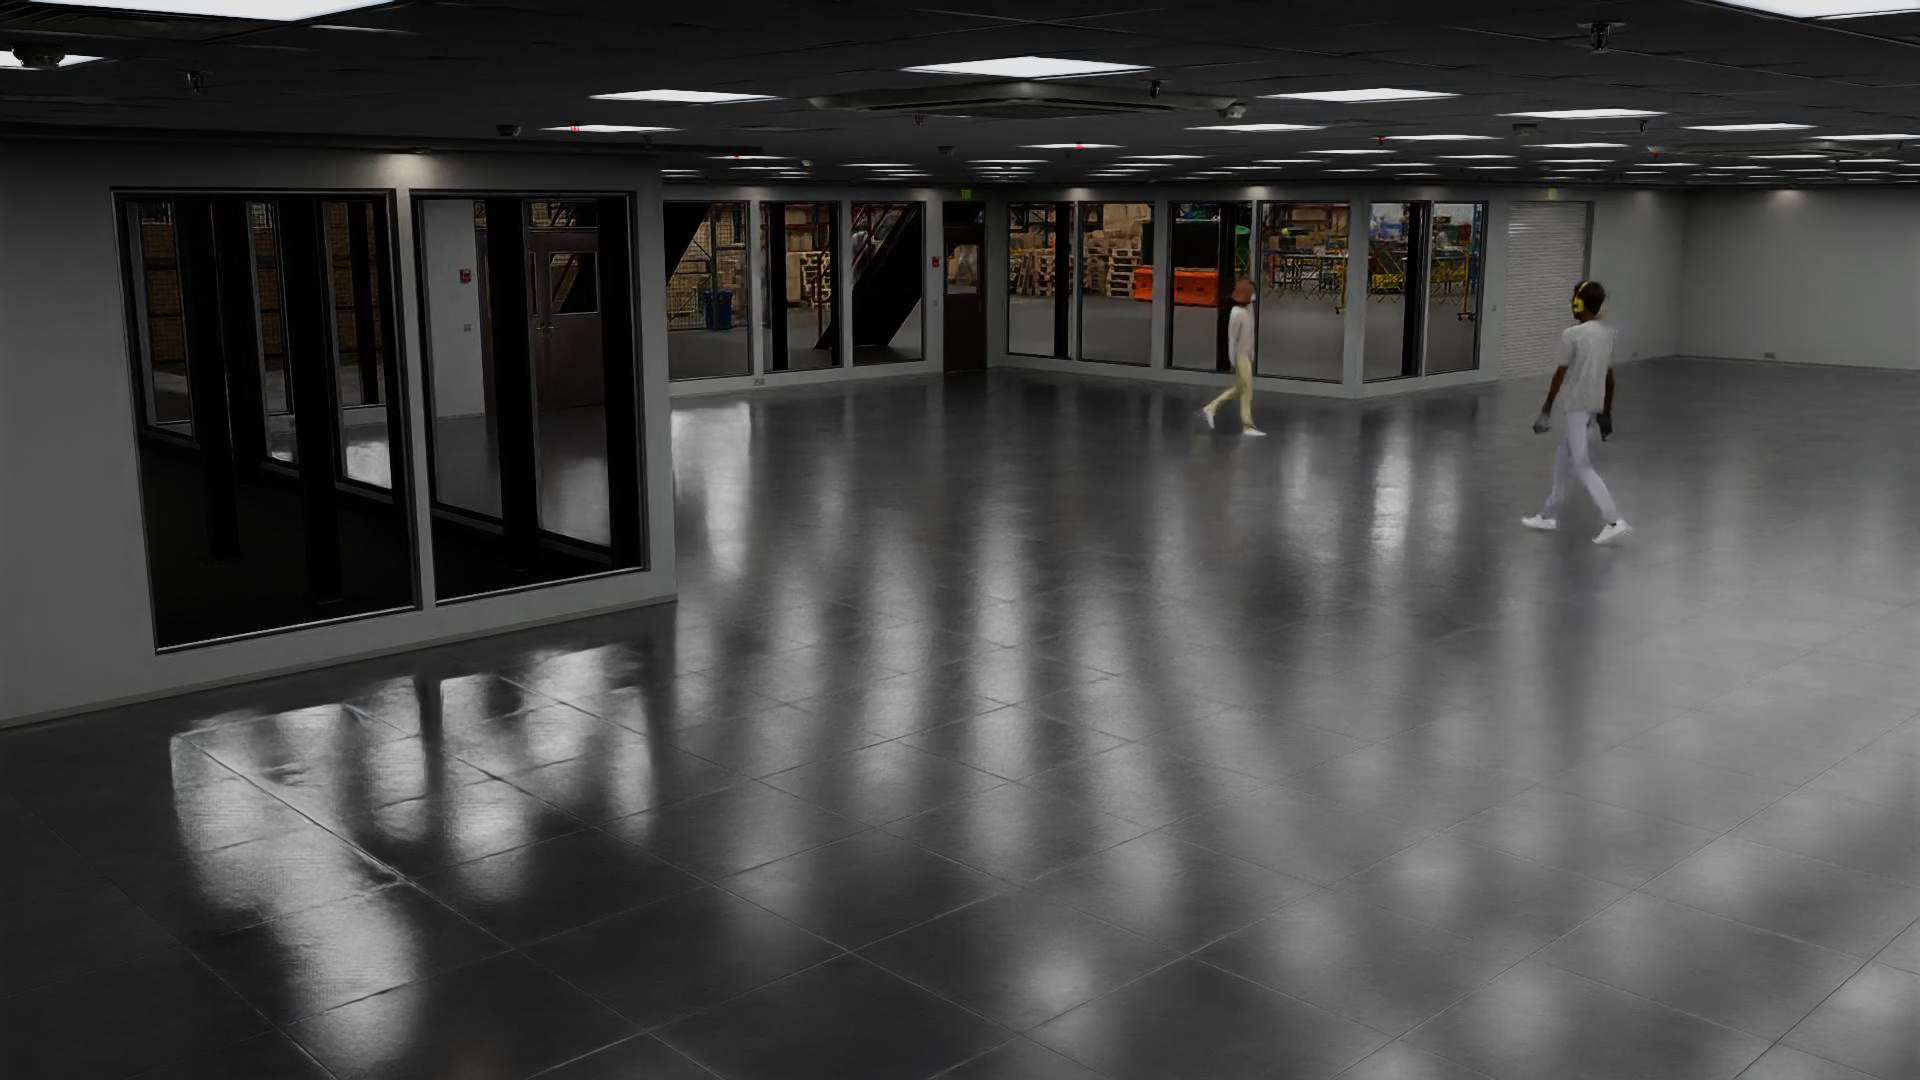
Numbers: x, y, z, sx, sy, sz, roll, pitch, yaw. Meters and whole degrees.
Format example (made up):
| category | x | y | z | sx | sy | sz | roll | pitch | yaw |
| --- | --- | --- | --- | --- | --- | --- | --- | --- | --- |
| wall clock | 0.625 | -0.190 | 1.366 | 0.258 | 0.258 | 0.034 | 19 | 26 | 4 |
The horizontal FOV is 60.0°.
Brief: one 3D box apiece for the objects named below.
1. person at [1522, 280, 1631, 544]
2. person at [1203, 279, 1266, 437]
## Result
| category | x | y | z | sx | sy | sz | roll | pitch | yaw |
| --- | --- | --- | --- | --- | --- | --- | --- | --- | --- |
| person | 4.393 | -0.904 | 11.710 | 0.537 | 1.833 | 0.943 | -7 | 14 | -33 |
| person | 2.843 | -1.877 | 17.100 | 0.654 | 1.608 | 0.508 | 6 | 13 | 27 |
